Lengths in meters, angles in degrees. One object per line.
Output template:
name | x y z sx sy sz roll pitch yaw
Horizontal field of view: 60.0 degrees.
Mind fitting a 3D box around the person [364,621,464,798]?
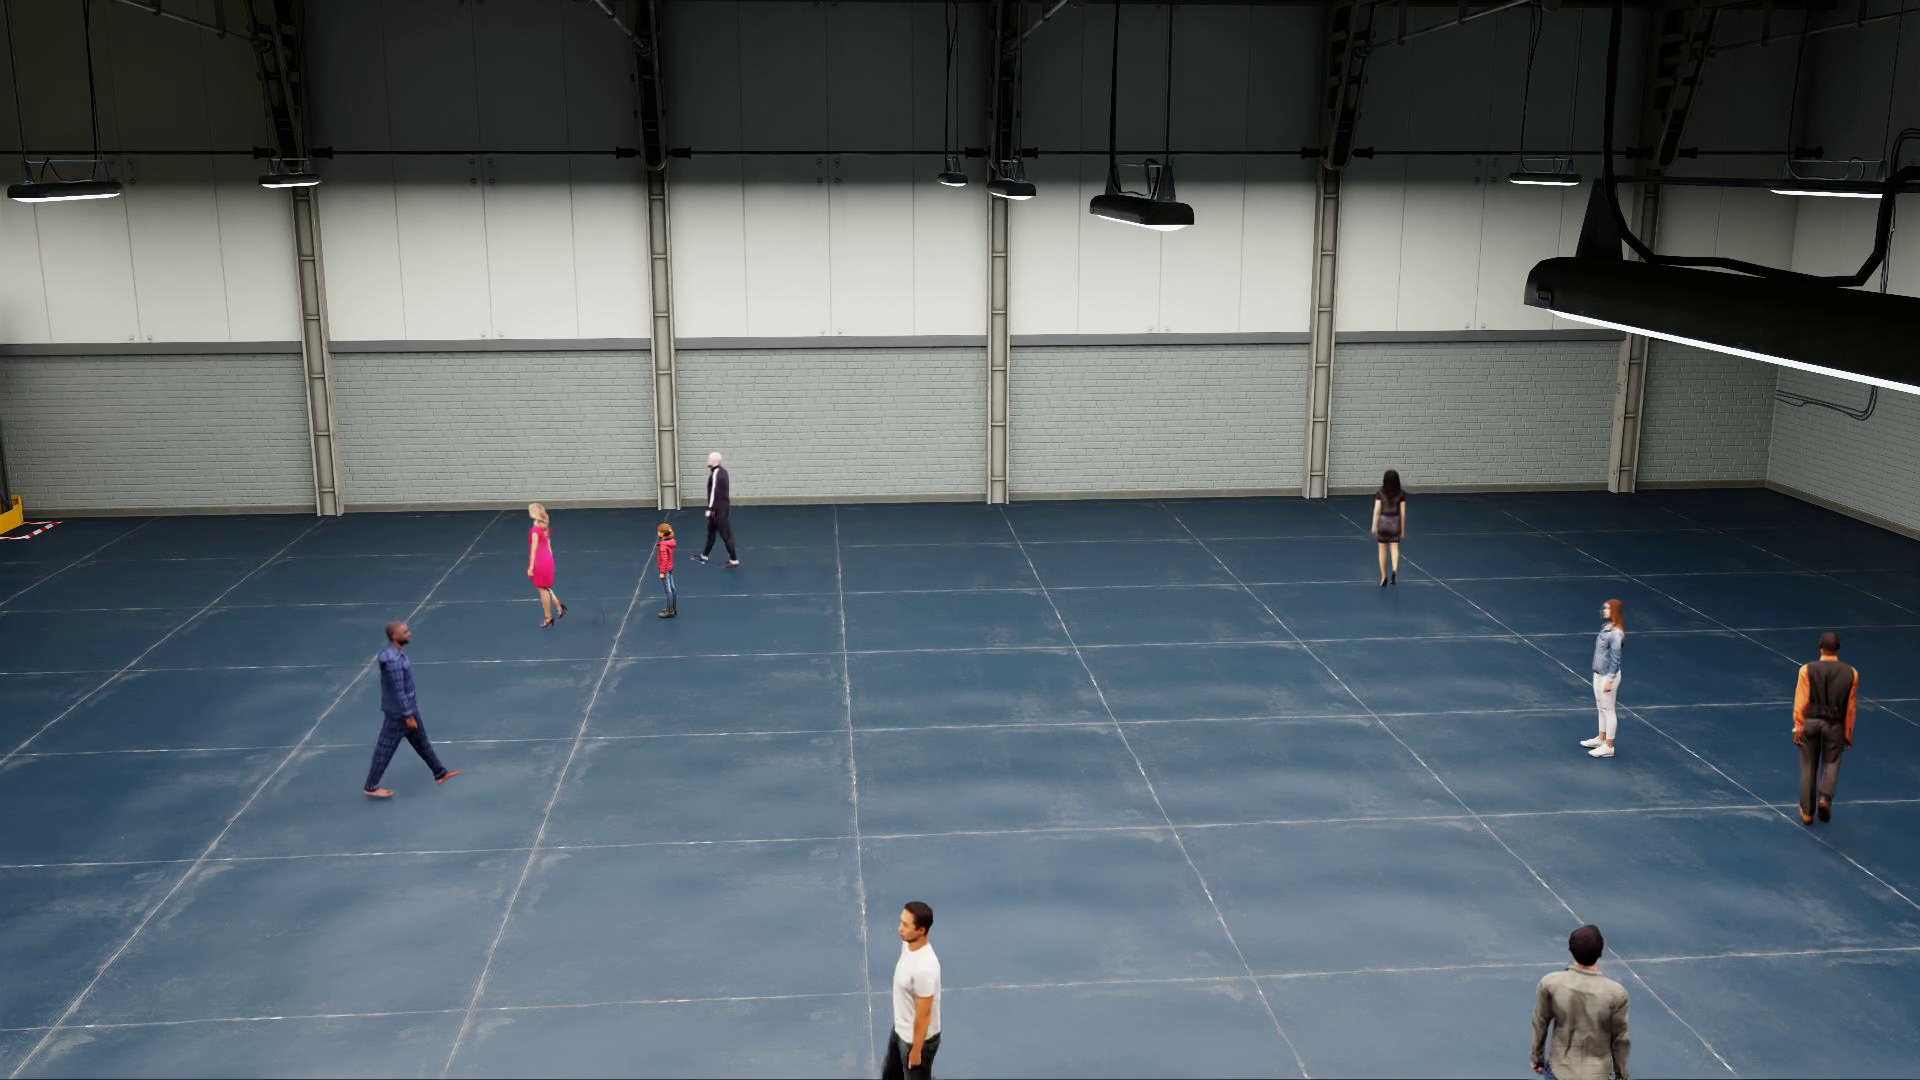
person | -5.649 1.702 16.459 1.246 1.779 0.870 -4 14 -16

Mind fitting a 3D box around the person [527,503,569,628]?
person | -5.544 0.339 22.490 0.741 1.714 0.628 0 13 1

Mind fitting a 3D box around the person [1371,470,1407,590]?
person | 6.285 -0.134 24.383 0.608 1.781 0.715 1 13 6

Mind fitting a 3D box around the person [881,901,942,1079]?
person | -0.201 3.084 10.448 0.711 1.798 0.725 -4 14 -15

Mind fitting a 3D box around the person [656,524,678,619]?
person | -4.053 0.412 23.052 0.554 1.317 0.555 2 13 8

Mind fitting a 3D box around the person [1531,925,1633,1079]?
person | 3.647 3.195 9.834 0.878 1.858 0.948 6 14 24

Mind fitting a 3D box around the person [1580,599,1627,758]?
person | 6.900 1.453 17.706 0.557 1.703 0.647 1 13 3

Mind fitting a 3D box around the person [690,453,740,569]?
person | -3.598 -0.433 25.630 1.078 1.802 0.808 1 13 4

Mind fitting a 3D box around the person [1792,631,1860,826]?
person | 8.154 1.819 15.699 0.930 1.895 0.950 5 14 21
